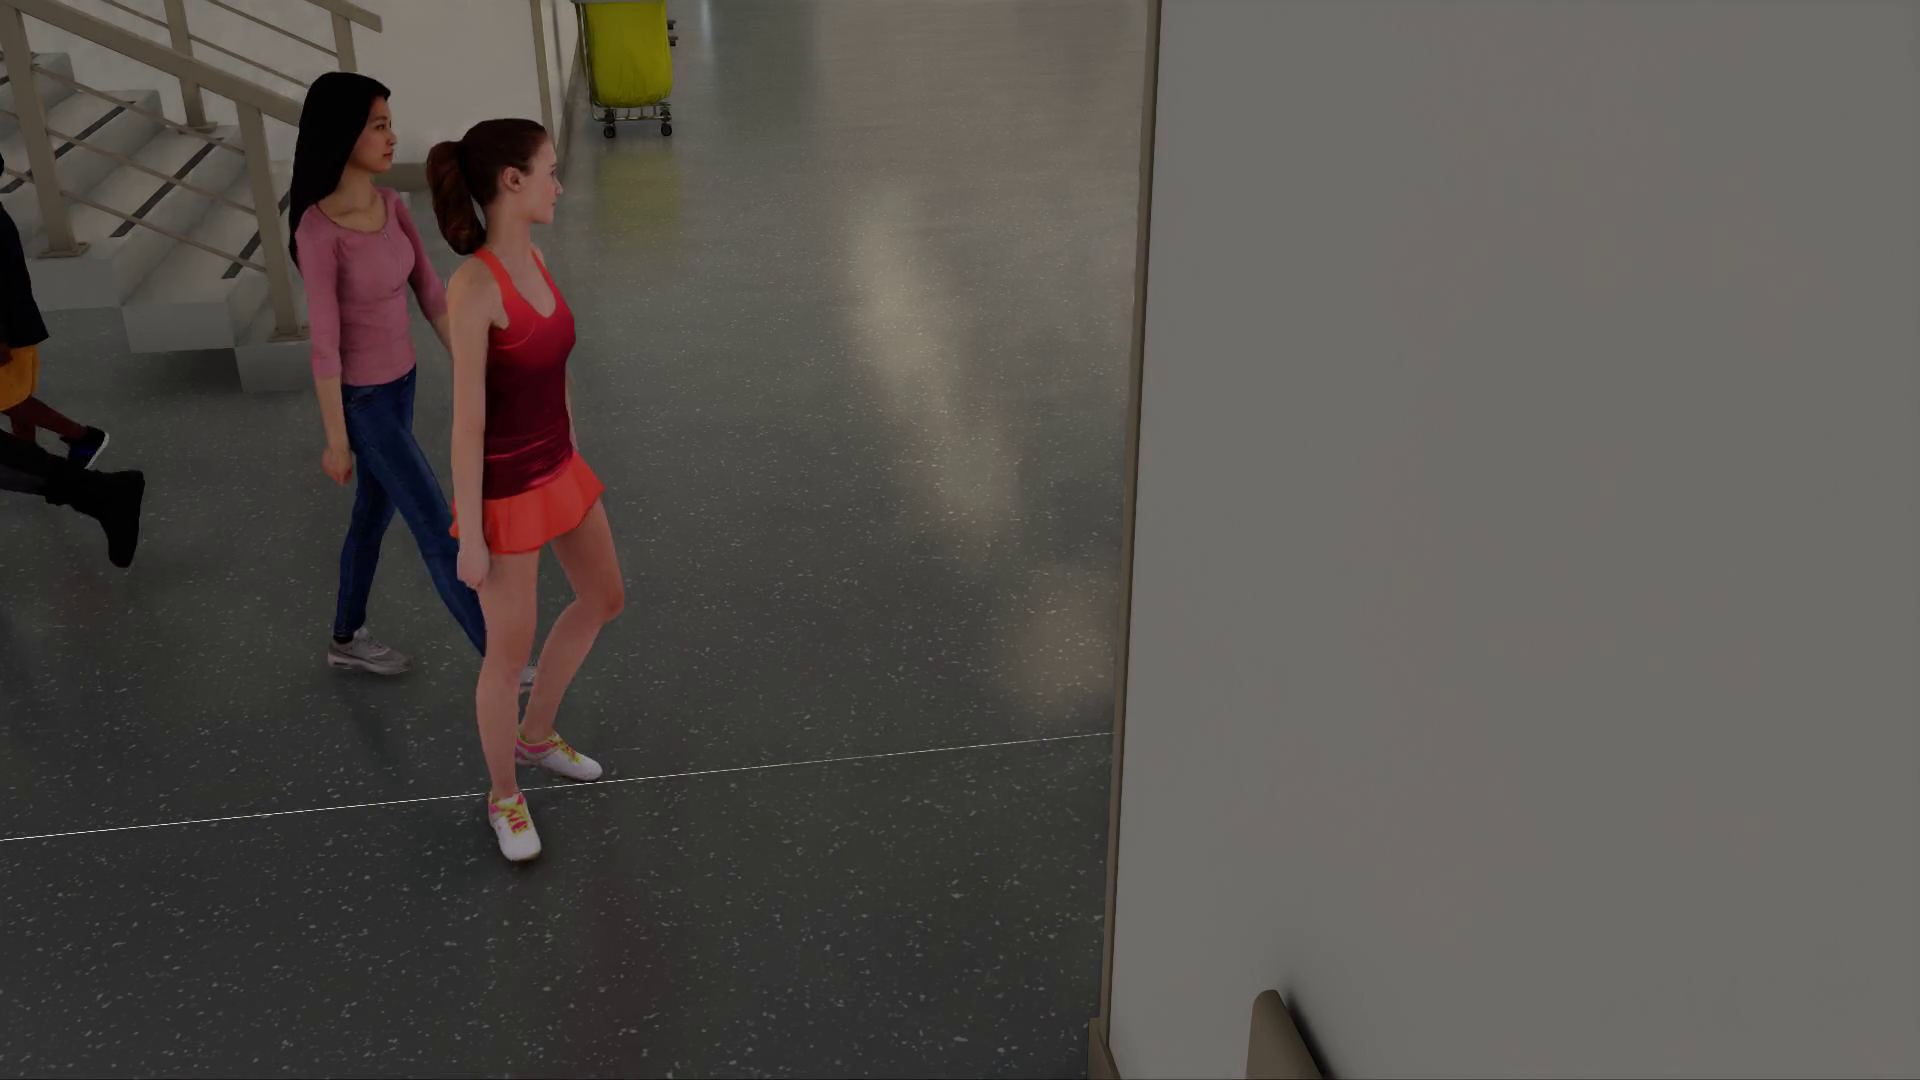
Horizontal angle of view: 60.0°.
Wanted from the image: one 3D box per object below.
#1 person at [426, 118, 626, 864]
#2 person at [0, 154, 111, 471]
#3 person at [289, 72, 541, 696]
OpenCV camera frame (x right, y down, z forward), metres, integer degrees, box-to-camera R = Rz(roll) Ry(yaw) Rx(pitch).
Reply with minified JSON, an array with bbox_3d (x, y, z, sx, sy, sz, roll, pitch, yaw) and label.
[{"bbox_3d":[-1.047,-0.119,3.938,0.719,1.737,0.761,11,28,21],"label":"person"},{"bbox_3d":[-3.314,-0.775,5.846,0.734,1.261,0.623,-11,28,-22],"label":"person"},{"bbox_3d":[-1.651,-0.377,4.505,1.109,1.708,0.806,5,26,11],"label":"person"}]
